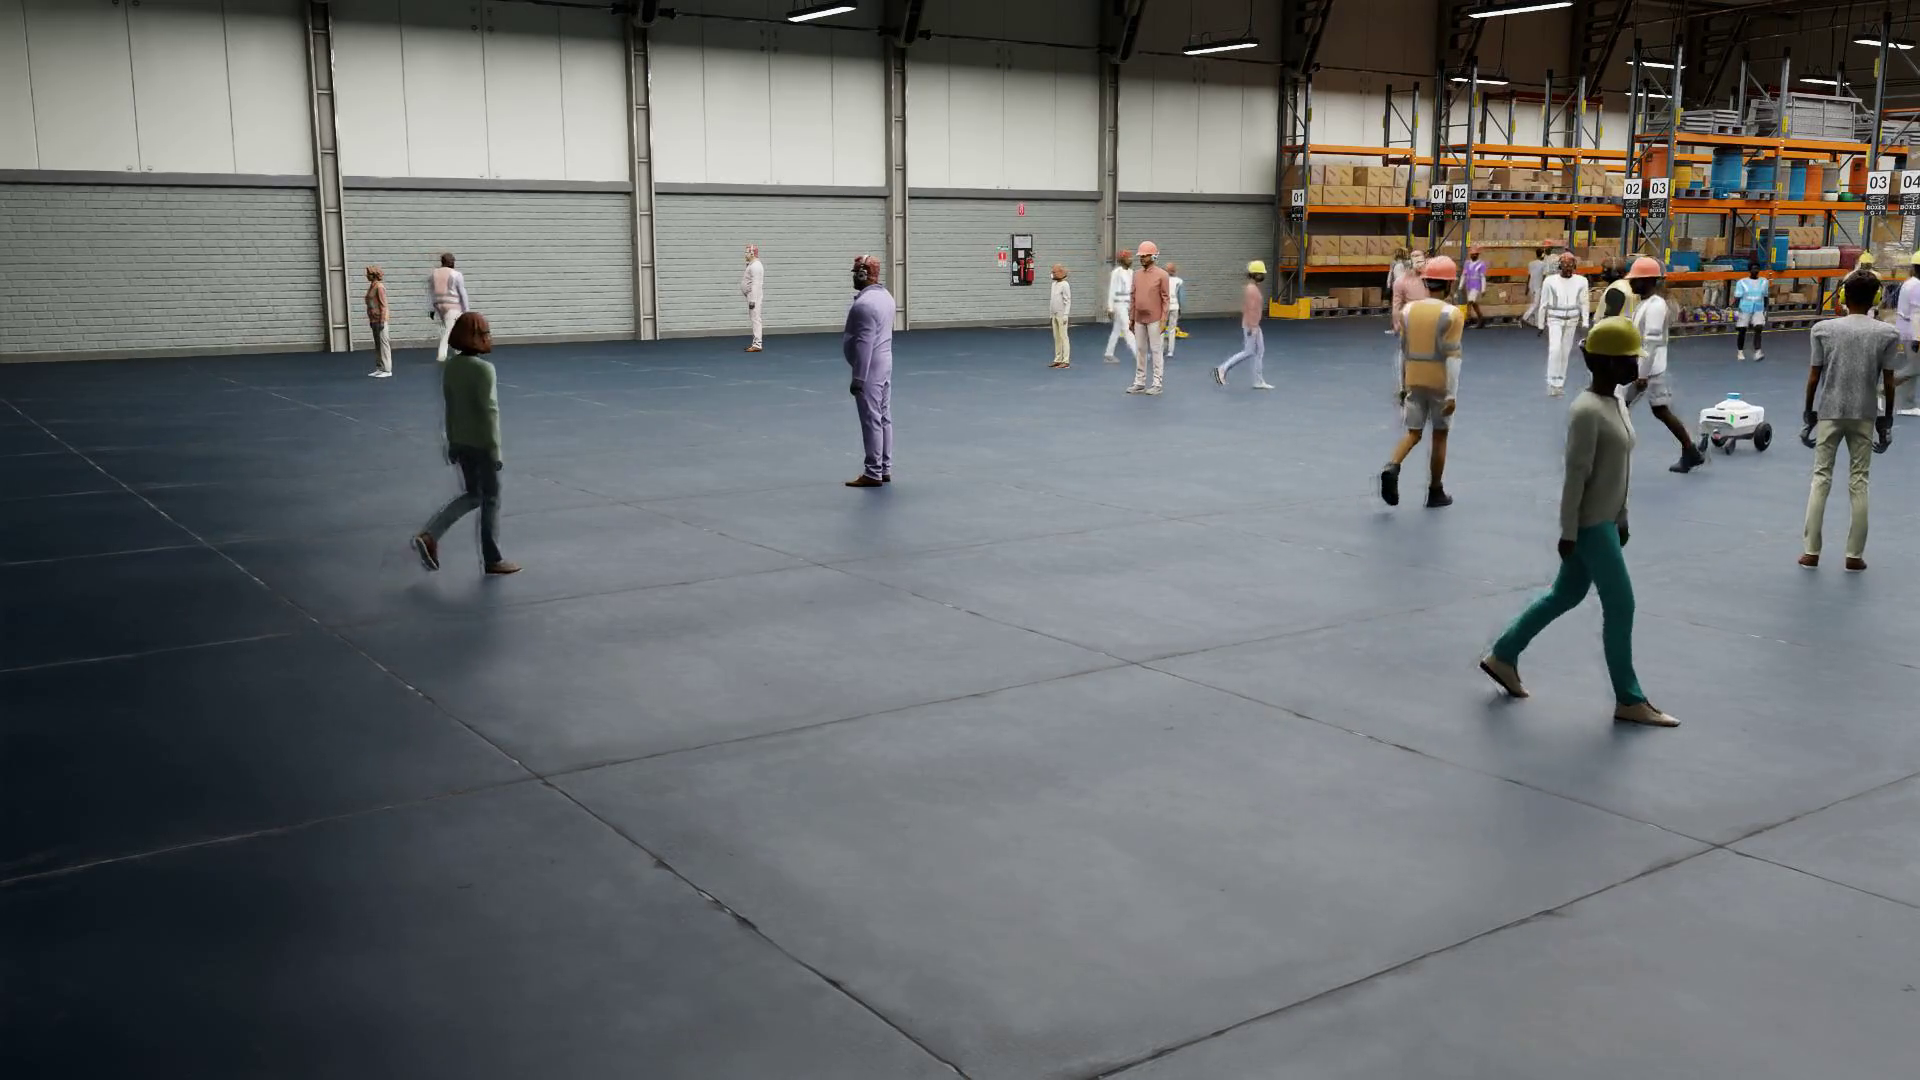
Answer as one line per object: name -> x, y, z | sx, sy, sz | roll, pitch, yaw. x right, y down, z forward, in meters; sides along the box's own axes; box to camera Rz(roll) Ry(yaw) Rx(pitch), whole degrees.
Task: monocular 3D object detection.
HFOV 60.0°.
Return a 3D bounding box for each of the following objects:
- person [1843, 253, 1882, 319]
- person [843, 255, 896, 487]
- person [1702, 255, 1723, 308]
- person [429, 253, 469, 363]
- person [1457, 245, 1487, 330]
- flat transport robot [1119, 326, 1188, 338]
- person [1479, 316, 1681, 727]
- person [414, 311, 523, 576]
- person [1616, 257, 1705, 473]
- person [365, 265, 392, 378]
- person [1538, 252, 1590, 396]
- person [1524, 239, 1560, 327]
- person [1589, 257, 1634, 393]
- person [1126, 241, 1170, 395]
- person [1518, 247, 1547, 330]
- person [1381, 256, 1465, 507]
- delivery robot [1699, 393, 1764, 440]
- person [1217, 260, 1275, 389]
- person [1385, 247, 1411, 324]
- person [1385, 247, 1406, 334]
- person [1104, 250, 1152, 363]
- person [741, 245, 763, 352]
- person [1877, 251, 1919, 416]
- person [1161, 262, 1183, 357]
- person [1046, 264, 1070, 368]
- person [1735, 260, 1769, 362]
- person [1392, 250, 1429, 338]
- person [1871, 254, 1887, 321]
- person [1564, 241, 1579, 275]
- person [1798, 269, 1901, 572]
person -> 15.386, -3.997, 28.388 | 0.618, 1.780, 0.949 | 3, 11, 14
person -> -0.766, -1.395, 13.770 | 0.405, 1.911, 0.636 | 3, 11, 15
person -> 17.722, -5.873, 39.097 | 0.468, 1.622, 0.513 | -7, 13, -35
person -> -8.382, -3.797, 27.271 | 0.648, 1.796, 0.972 | 4, 11, 21
person -> 11.495, -5.638, 37.097 | 0.992, 1.896, 0.552 | -6, 12, -30
flat transport robot -> 3.844, -4.208, 33.679 | 1.431, 0.197, 0.652 | -6, 12, -28
person -> 2.683, -0.104, 7.181 | 0.873, 1.732, 0.530 | 7, 13, 34
person -> -2.962, -0.558, 9.990 | 0.565, 1.618, 0.504 | -10, 14, -43
person -> 6.050, -1.518, 14.523 | 1.013, 1.892, 0.559 | 1, 10, 7
person -> -8.536, -3.200, 24.398 | 0.313, 1.642, 0.513 | -7, 12, -34
person -> 7.826, -2.782, 21.531 | 0.580, 1.854, 0.731 | 1, 10, 3
person -> 13.264, -5.830, 37.808 | 0.993, 1.998, 0.627 | -7, 12, -33
person -> 7.346, -2.294, 18.926 | 0.594, 1.821, 0.661 | 5, 11, 25
person -> 2.456, -2.903, 21.798 | 0.622, 1.992, 0.395 | 10, 14, 44
person -> 12.747, -5.581, 36.949 | 0.803, 1.839, 0.591 | -5, 11, -25
person -> 3.494, -1.168, 12.503 | 0.742, 1.921, 0.560 | -9, 14, -41
delivery robot -> 7.426, -1.171, 15.996 | 0.707, 0.478, 0.477 | -9, 14, -41
person -> 3.899, -2.913, 22.557 | 0.704, 1.748, 0.531 | 3, 11, 17
person -> 10.354, -5.973, 39.139 | 0.627, 1.800, 0.570 | 6, 12, 30
person -> 9.321, -5.262, 35.164 | 0.516, 1.834, 0.501 | 4, 11, 20
person -> 2.723, -3.768, 26.977 | 0.969, 1.829, 0.606 | 8, 13, 36
person -> -3.735, -4.343, 29.939 | 0.408, 1.908, 0.641 | -1, 10, -7
person -> 10.872, -2.368, 19.085 | 0.589, 1.913, 0.610 | 5, 11, 24
person -> 3.558, -3.952, 28.560 | 0.551, 1.616, 0.607 | -1, 10, -7
person -> 1.557, -3.513, 26.131 | 0.280, 1.631, 0.504 | -5, 11, -24
person -> 13.100, -3.777, 27.501 | 0.550, 1.655, 0.831 | 2, 10, 10
person -> 6.039, -2.877, 21.987 | 0.683, 1.875, 0.471 | 0, 10, 0
person -> 17.890, -4.746, 32.664 | 0.849, 1.701, 0.512 | -8, 13, -37
person -> 16.365, -7.069, 44.793 | 1.018, 1.950, 0.625 | -5, 12, -26
person -> 5.469, -0.730, 10.263 | 0.513, 1.864, 0.311 | 5, 11, 25
